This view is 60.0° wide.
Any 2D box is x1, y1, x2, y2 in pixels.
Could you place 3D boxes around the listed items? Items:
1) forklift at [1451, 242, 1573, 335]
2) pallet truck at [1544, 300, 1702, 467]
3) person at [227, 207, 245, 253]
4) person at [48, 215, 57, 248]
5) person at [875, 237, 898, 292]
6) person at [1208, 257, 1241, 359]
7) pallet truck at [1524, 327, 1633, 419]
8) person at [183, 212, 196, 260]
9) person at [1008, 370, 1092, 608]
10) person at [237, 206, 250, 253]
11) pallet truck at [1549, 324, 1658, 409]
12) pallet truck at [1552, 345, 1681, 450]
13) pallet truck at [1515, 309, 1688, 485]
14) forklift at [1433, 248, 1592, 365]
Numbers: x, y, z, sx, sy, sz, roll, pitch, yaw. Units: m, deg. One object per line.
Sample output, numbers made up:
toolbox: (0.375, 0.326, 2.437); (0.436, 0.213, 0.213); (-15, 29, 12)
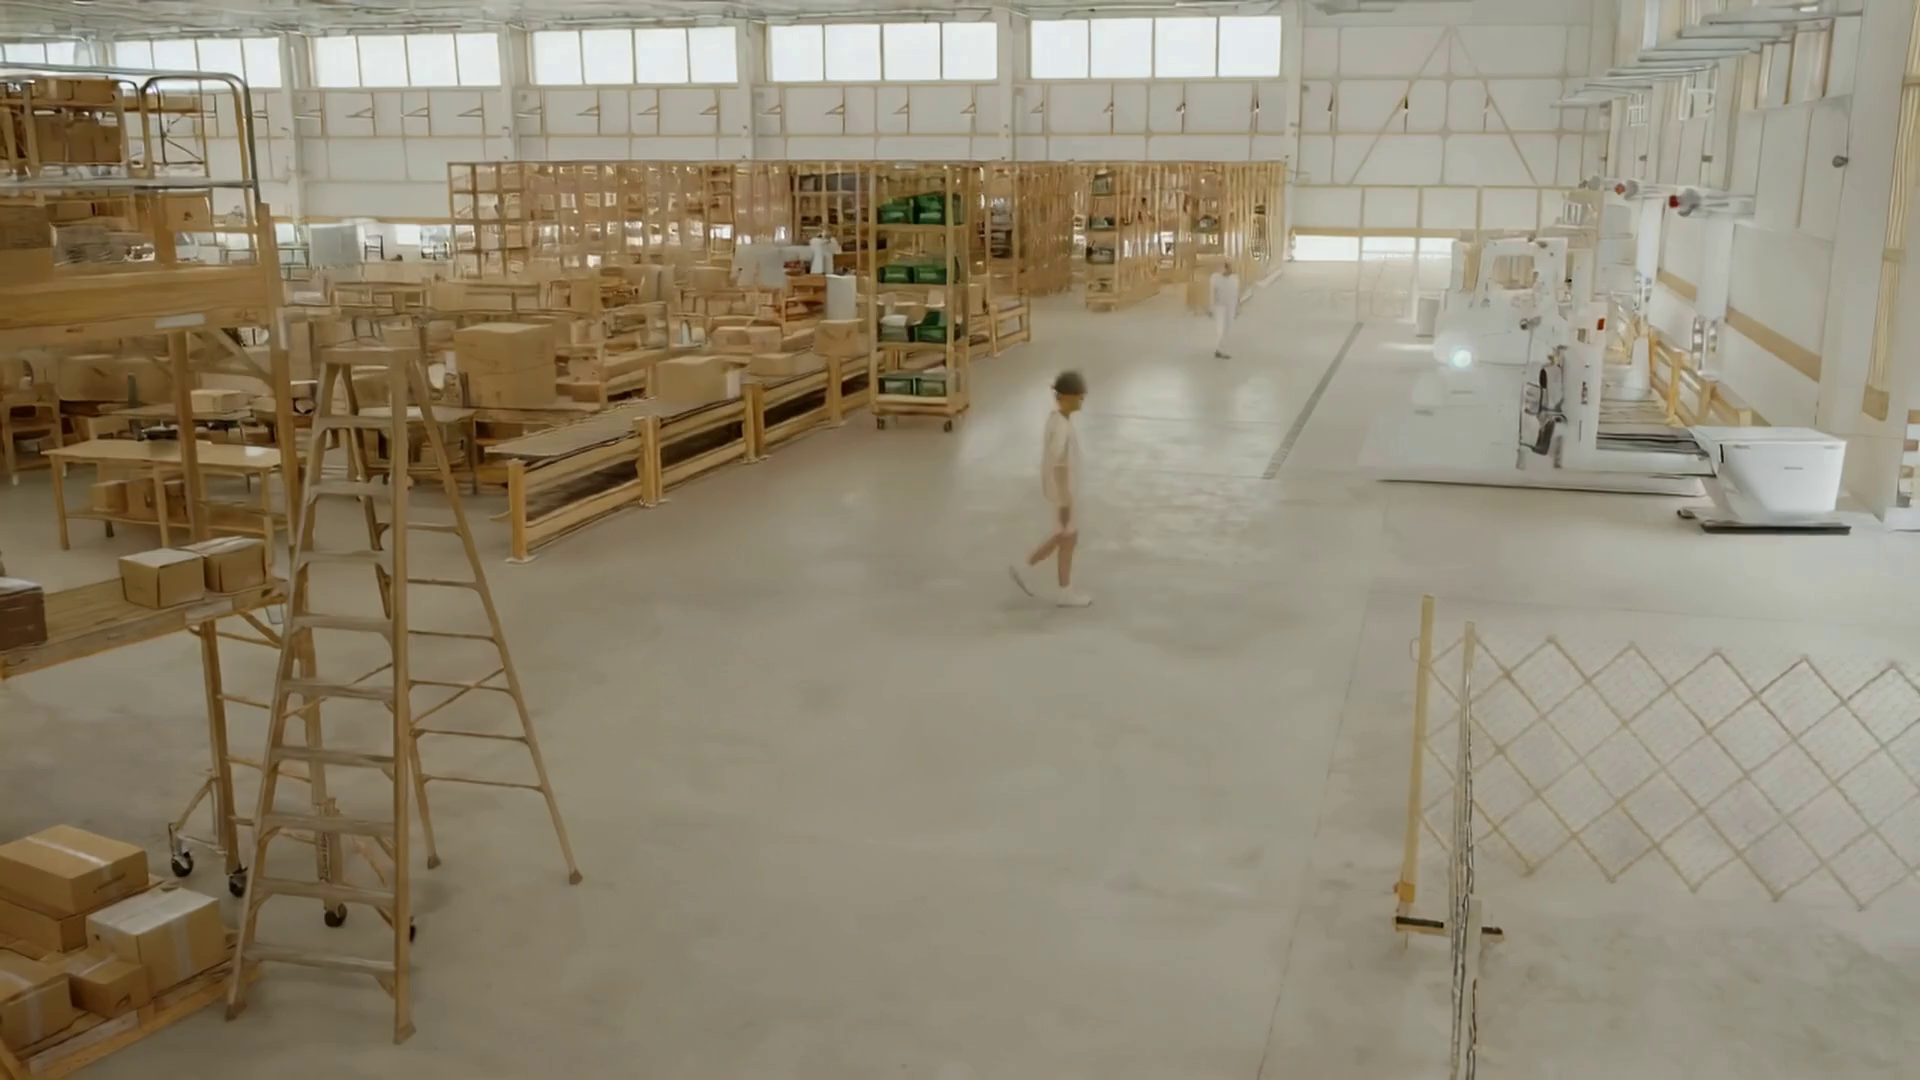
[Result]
forklift: (10.464, -4.597, 31.405); (2.680, 1.987, 1.157); (4, 14, 16)
pallet truck: (8.263, -1.952, 20.631); (1.885, 1.965, 0.823); (5, 14, 20)
person: (-26.024, -10.995, 59.795); (0.611, 1.958, 0.994); (-4, 14, -18)
person: (-29.014, -9.412, 53.001); (0.564, 1.927, 0.423); (3, 13, 15)
person: (-1.779, -6.363, 40.055); (0.596, 1.830, 0.404); (-8, 15, -32)
person: (4.990, -4.324, 31.095); (0.672, 1.892, 0.508); (-6, 14, -25)
pallet truck: (9.065, -2.460, 24.370); (1.522, 1.261, 0.704); (3, 13, 14)
person: (-27.773, -10.933, 59.933); (0.527, 1.768, 0.314); (4, 14, 18)
person: (0.779, -0.415, 13.925); (0.607, 2.026, 0.621); (0, 13, -2)
person: (-26.878, -11.535, 62.245); (0.615, 1.889, 1.011); (-2, 13, -11)
pallet truck: (9.824, -2.669, 25.407); (1.601, 1.201, 0.680); (4, 14, 16)
pallet truck: (8.641, -1.896, 21.908); (1.630, 1.274, 0.653); (4, 14, 16)
pallet truck: (7.554, -1.677, 19.446); (1.885, 1.965, 0.823); (3, 13, 14)
forklift: (9.780, -4.111, 29.280); (2.680, 1.987, 1.157); (3, 13, 14)
